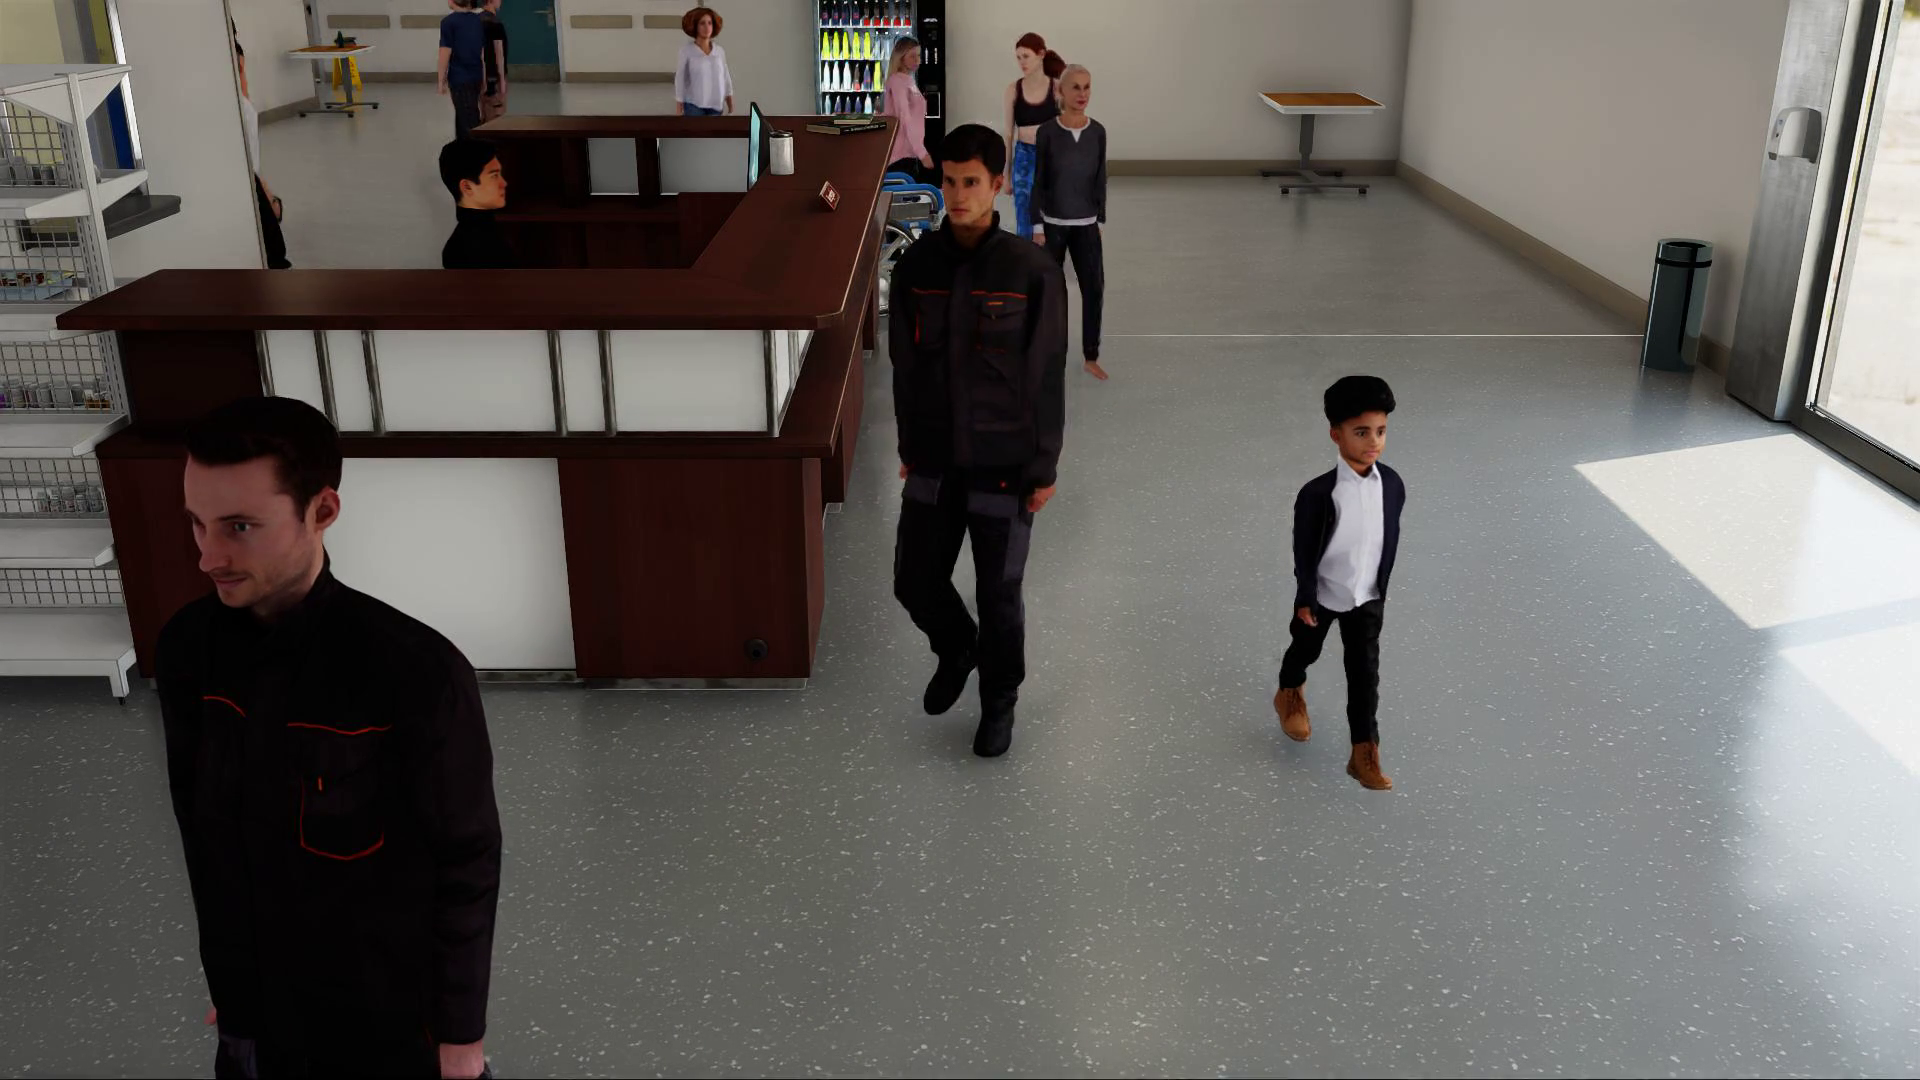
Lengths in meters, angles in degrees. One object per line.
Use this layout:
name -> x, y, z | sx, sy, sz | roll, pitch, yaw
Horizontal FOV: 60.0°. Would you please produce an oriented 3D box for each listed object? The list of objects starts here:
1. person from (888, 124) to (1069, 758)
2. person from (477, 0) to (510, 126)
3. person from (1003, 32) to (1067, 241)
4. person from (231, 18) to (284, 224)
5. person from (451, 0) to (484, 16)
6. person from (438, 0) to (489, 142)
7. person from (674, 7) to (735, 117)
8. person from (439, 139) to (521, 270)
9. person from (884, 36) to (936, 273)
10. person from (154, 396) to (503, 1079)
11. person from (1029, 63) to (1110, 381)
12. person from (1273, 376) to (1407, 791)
person -> 0.082, -0.296, 5.074 | 0.772, 1.927, 0.869 | 7, 22, 17
person -> -4.728, -4.513, 16.356 | 1.013, 1.823, 0.945 | -18, 27, -39
person -> 0.487, -2.331, 10.662 | 0.726, 1.775, 0.659 | -2, 21, -5
person -> -5.684, -3.247, 13.065 | 0.875, 1.787, 0.896 | 13, 24, 30
person -> -5.128, -5.016, 17.759 | 1.062, 1.770, 0.696 | 1, 21, 1
person -> -4.663, -4.342, 15.895 | 1.224, 1.830, 1.029 | 12, 24, 28
person -> -2.300, -3.833, 14.736 | 0.905, 1.698, 0.937 | -12, 24, -28
person -> -1.752, -0.631, 6.248 | 0.586, 1.723, 0.678 | -3, 21, -8
person -> -0.464, -2.673, 11.720 | 0.703, 1.665, 0.655 | 1, 21, 1
person -> -0.913, 0.702, 2.461 | 0.646, 1.913, 0.814 | 7, 22, 17
person -> 0.566, -1.786, 9.320 | 0.763, 1.708, 0.772 | -4, 21, -9
person -> 1.113, 0.099, 5.003 | 0.804, 1.201, 0.635 | -3, 21, -8
